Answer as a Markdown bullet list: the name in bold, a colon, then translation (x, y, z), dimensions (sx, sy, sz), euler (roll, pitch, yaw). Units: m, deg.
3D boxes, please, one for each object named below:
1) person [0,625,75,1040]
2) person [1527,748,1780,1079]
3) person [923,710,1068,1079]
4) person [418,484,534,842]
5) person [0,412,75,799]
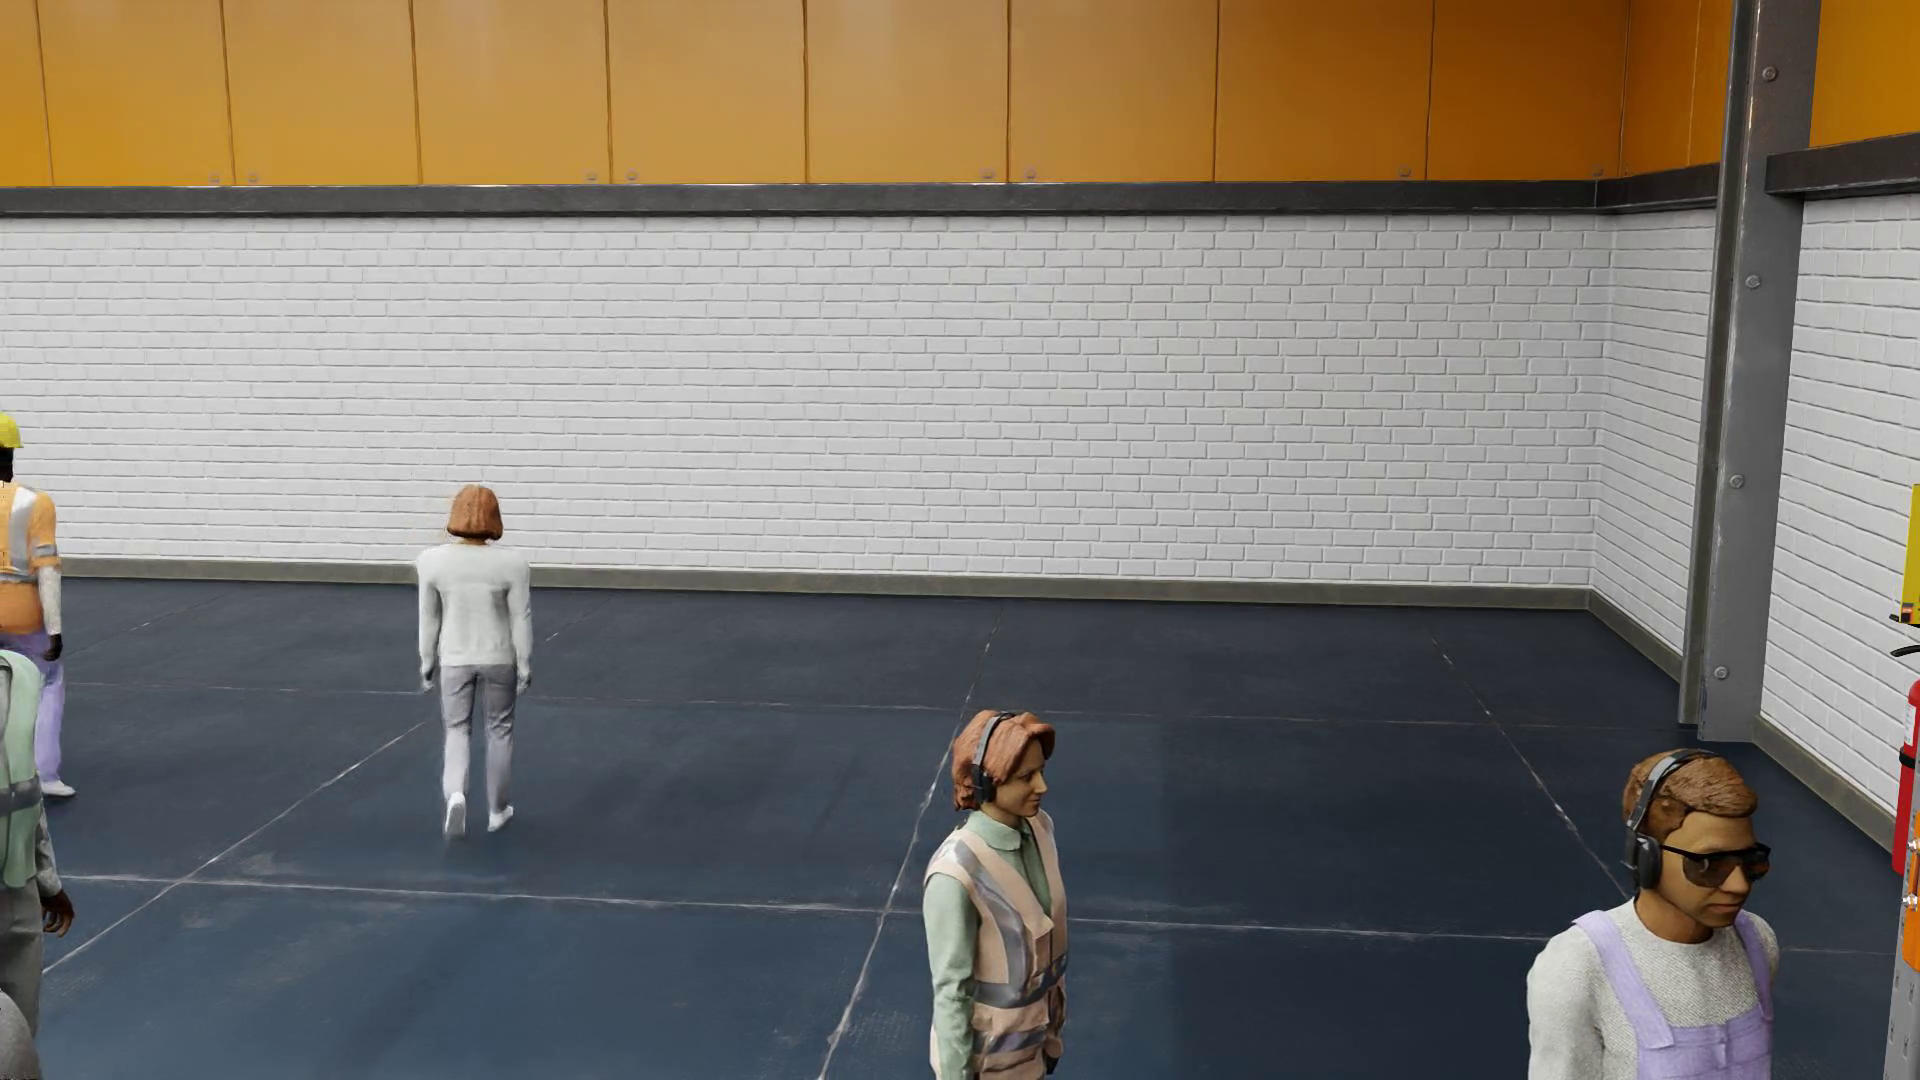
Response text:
- **person**: translation (-2.575, 0.949, 4.330), dimensions (0.387, 1.919, 0.594), euler (1, 10, 7)
- **person**: translation (1.177, 1.245, 2.840), dimensions (0.513, 1.845, 0.335), euler (-5, 11, -24)
- **person**: translation (0.085, 1.182, 3.789), dimensions (0.306, 1.639, 0.523), euler (5, 11, 26)
- **person**: translation (-2.160, 0.559, 7.423), dimensions (0.509, 1.611, 0.585), euler (-1, 10, -6)
- **person**: translation (-4.478, 0.351, 7.797), dimensions (0.587, 1.909, 0.501), euler (-2, 10, -9)
